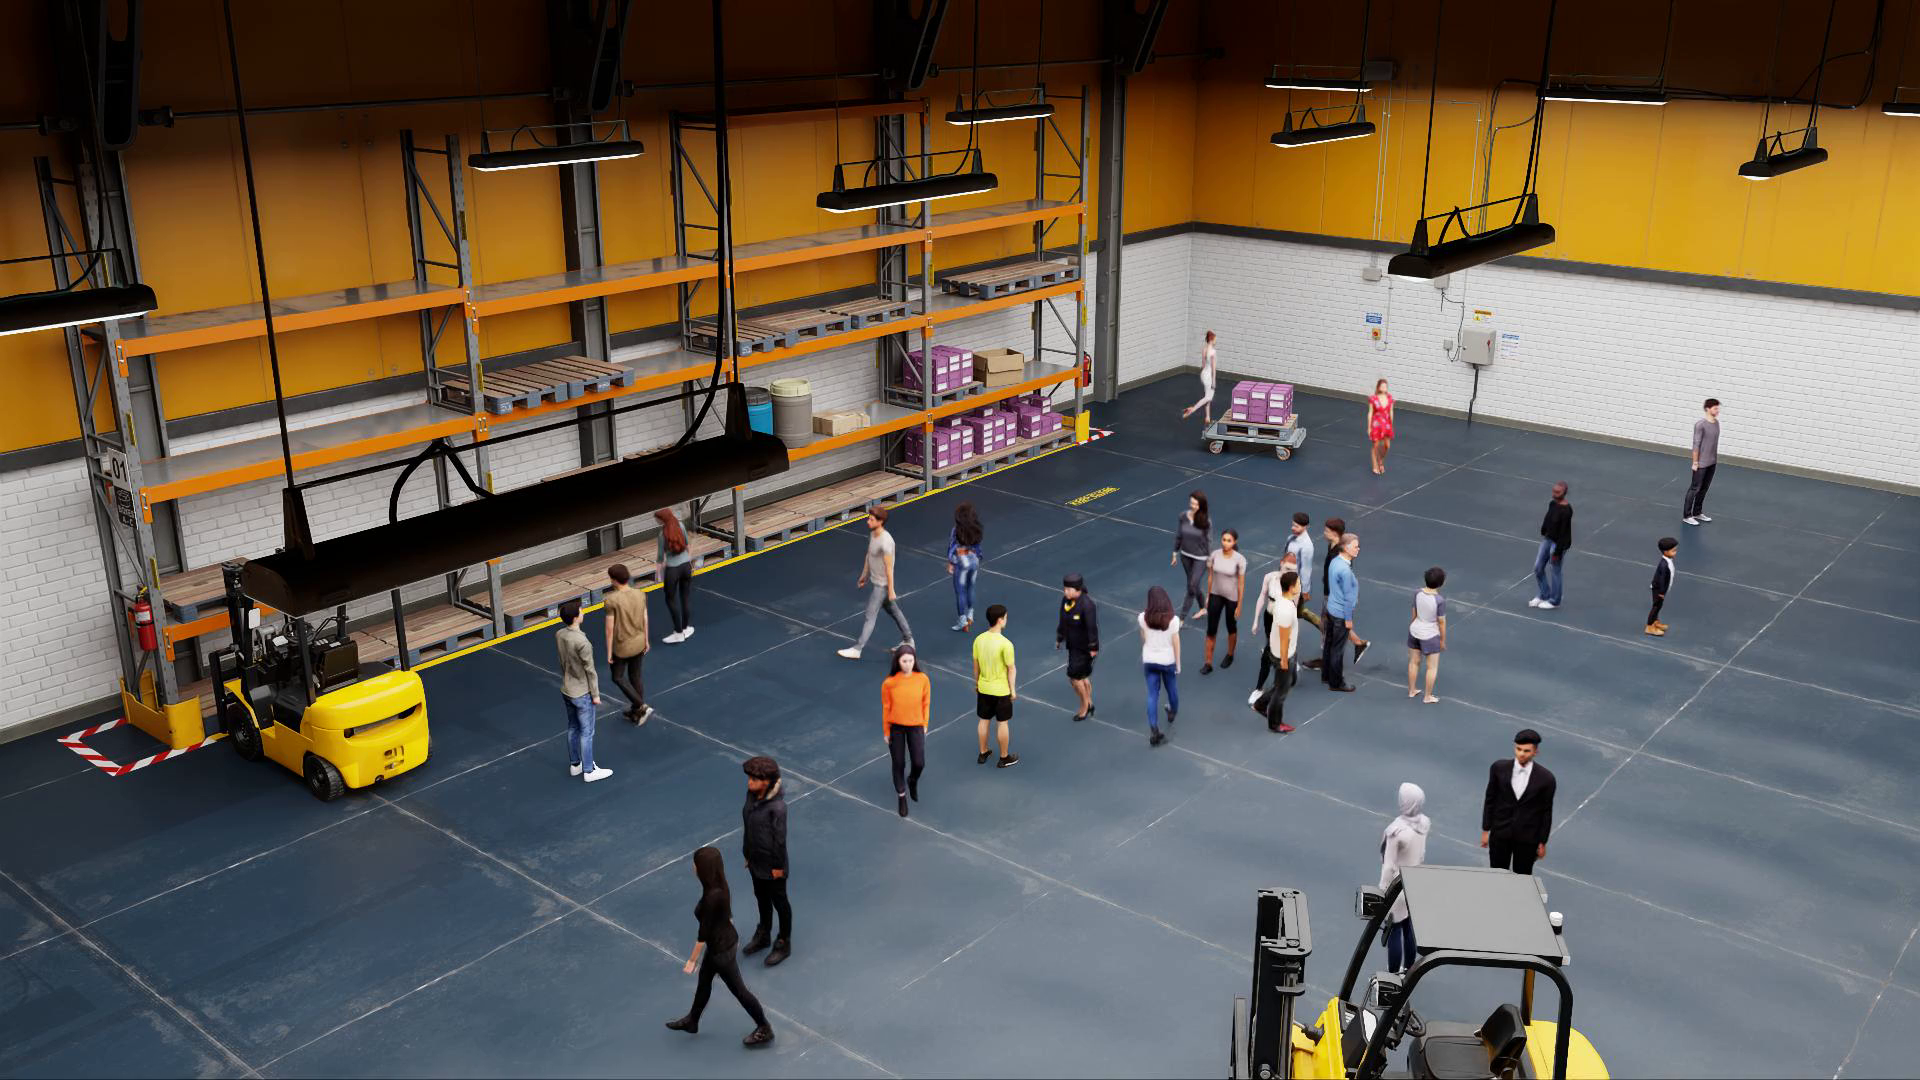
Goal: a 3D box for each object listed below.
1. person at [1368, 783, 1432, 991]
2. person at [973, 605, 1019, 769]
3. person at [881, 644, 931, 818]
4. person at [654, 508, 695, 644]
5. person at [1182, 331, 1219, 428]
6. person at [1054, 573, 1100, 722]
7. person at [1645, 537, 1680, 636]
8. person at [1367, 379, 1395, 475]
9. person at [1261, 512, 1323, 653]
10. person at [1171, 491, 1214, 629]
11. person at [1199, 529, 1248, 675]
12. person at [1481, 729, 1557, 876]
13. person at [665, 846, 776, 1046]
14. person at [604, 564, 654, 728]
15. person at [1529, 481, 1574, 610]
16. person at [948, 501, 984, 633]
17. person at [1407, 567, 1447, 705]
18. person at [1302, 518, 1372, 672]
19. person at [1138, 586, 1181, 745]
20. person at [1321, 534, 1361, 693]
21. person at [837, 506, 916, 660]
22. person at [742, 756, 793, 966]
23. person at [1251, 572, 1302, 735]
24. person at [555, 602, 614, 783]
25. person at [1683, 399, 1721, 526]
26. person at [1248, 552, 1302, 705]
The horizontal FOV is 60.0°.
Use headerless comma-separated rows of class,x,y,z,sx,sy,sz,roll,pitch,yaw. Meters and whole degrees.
person,3.462,2.729,12.999,0.558,1.777,0.727,-13,23,-34
person,0.350,1.474,16.836,0.647,1.706,0.574,11,22,31
person,-0.535,1.774,15.893,0.772,1.739,0.833,-2,19,-7
person,-3.378,0.380,20.071,0.516,1.715,0.786,-11,21,-29
person,4.295,-2.795,29.395,1.028,1.780,0.838,-9,21,-24
person,1.367,1.147,17.898,0.808,1.647,0.818,-10,21,-28
person,8.579,0.546,20.349,0.562,1.223,0.409,14,23,35
person,6.781,-1.855,26.916,0.725,1.581,0.781,0,19,-1
person,4.039,0.531,19.526,1.156,1.775,1.168,1,19,4
person,2.938,0.212,20.563,0.666,1.718,1.046,14,23,36
person,3.094,0.670,19.198,0.742,1.722,0.981,11,21,29
person,4.607,2.414,13.768,0.727,1.883,0.603,11,21,29
person,-1.681,3.046,12.332,1.075,1.602,1.039,-1,19,-3
person,-3.469,1.155,17.578,0.838,1.836,0.788,-16,24,-39
person,7.591,0.070,20.976,0.795,1.724,0.751,-4,19,-11
person,0.089,0.317,20.422,0.780,1.610,0.591,15,24,37
person,5.164,1.024,18.394,0.615,1.564,0.581,17,25,41
person,4.390,0.646,19.086,1.053,1.838,1.077,2,19,7
person,2.045,1.349,17.319,0.895,1.634,1.101,7,20,20
person,4.266,0.792,18.699,0.793,1.809,0.734,-2,19,-4
person,-0.834,0.510,19.479,1.300,1.846,1.100,-6,19,-16
person,-1.560,2.563,13.492,0.624,1.776,0.592,16,25,40
person,3.320,1.181,17.570,0.876,1.792,0.808,3,19,9
person,-3.796,1.497,16.516,0.707,1.865,0.592,17,25,41
person,10.938,-1.172,24.460,0.583,1.855,0.787,-12,22,-32
person,3.561,0.933,18.460,0.618,1.694,1.192,17,25,42
